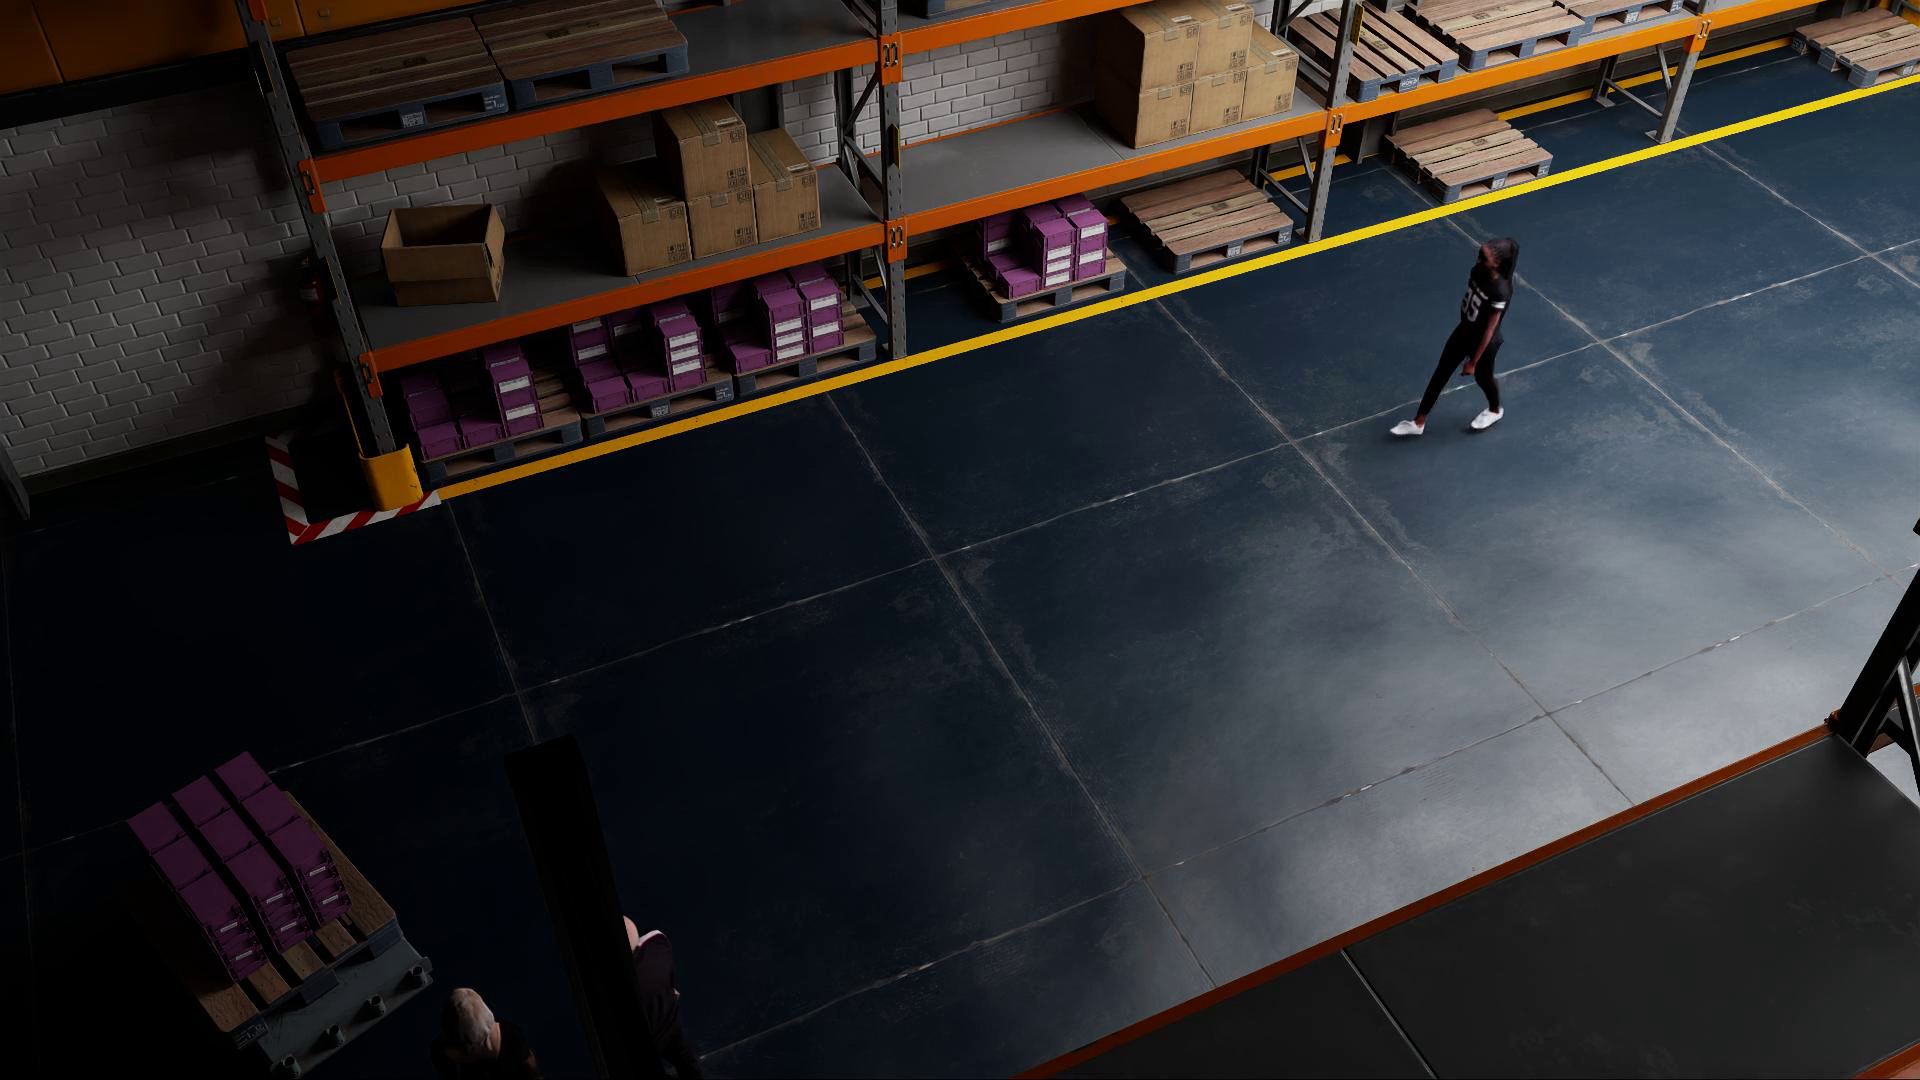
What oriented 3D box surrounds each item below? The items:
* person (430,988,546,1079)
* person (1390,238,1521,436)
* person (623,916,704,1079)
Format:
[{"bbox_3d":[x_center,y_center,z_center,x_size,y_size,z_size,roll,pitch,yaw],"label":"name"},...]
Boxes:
[{"bbox_3d":[-2.181,2.623,7.865,0.489,1.827,0.667,-12,45,-12],"label":"person"},{"bbox_3d":[3.865,-1.447,12.238,1.174,1.688,0.701,-13,45,-13],"label":"person"},{"bbox_3d":[-1.519,2.401,8.093,0.830,1.834,0.739,19,47,19],"label":"person"}]
